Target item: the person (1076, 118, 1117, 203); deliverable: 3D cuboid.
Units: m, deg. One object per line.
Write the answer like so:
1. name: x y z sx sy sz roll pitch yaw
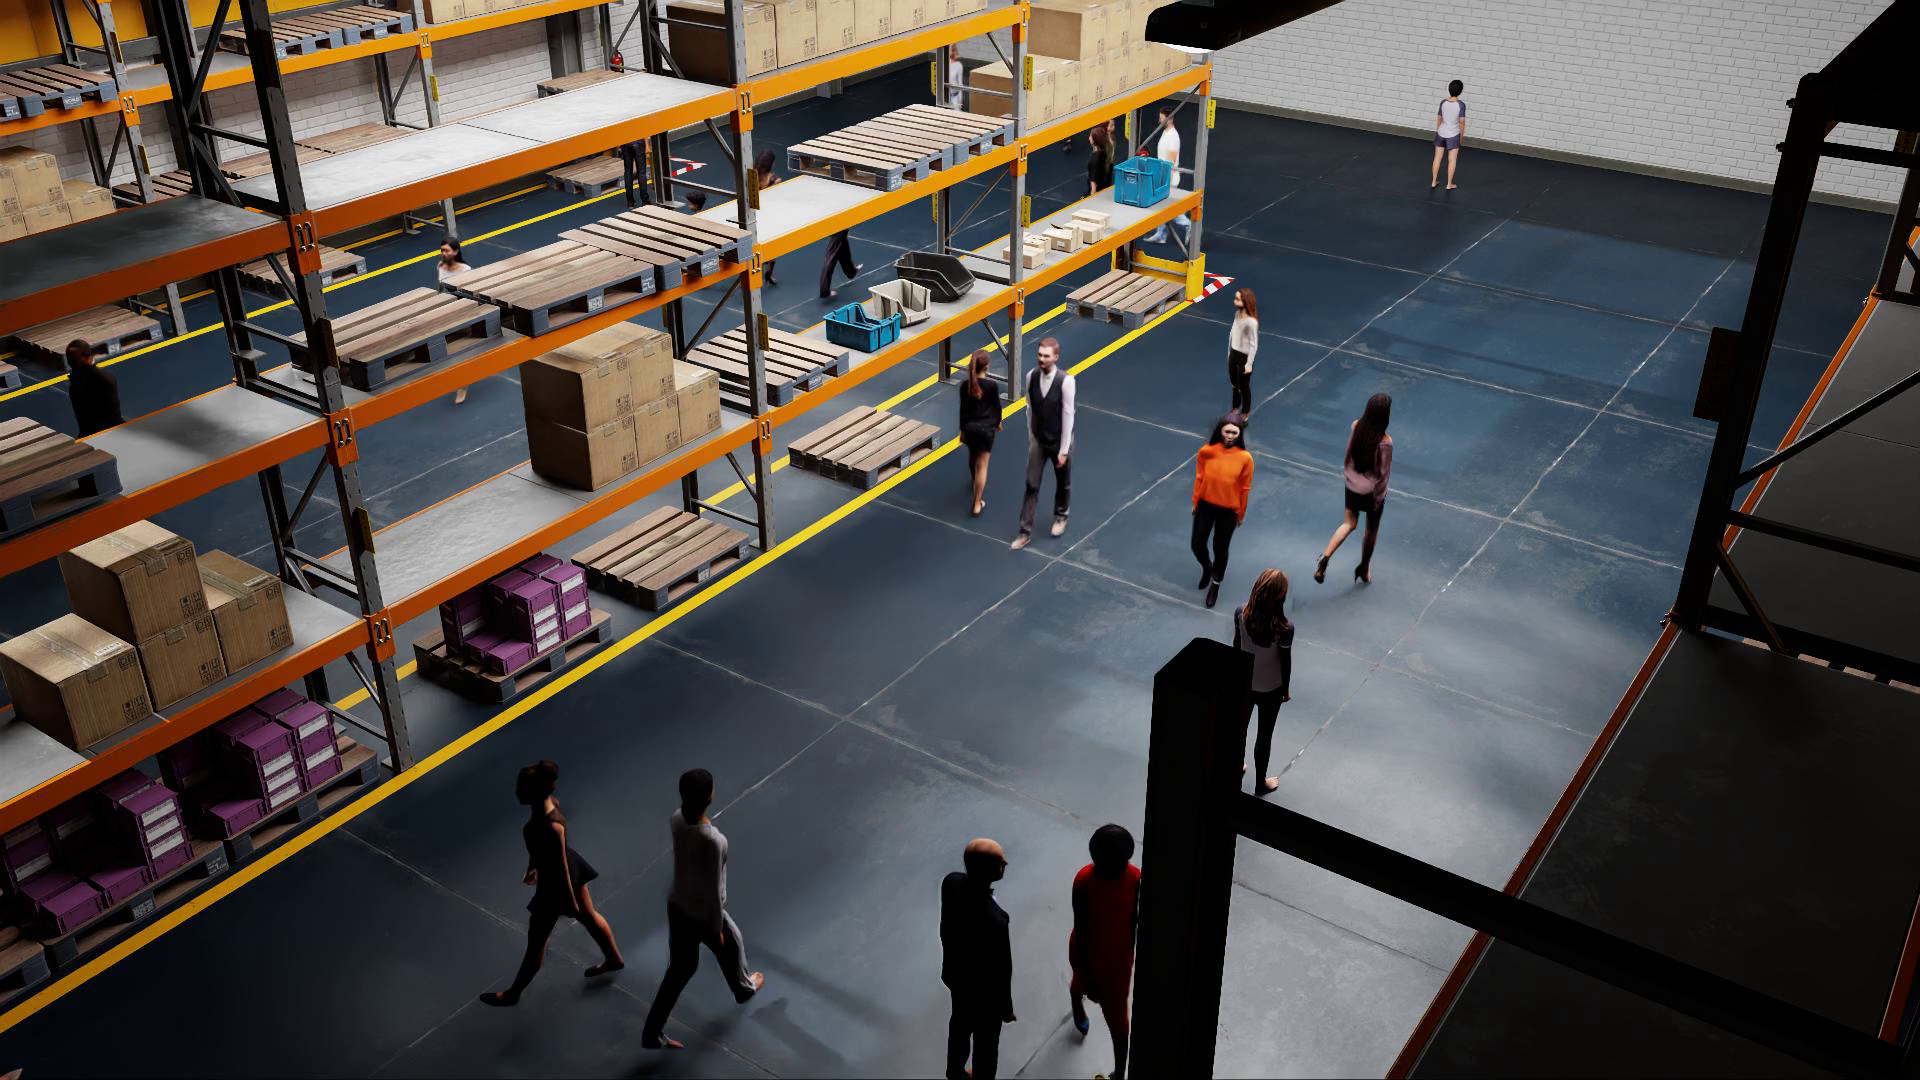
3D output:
1. person: 1.907 -5.072 22.775 0.671 1.451 0.888 18 33 29

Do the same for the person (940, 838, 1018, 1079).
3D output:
1. person: 0.088 2.332 8.841 0.706 1.797 0.763 -18 33 -29

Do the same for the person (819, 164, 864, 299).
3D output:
1. person: -1.543 -3.797 20.071 0.678 1.803 1.207 19 34 30

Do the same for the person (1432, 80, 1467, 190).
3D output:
1. person: 7.122 -5.916 24.203 0.568 1.566 0.516 20 34 32

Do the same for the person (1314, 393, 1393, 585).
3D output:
1. person: 3.285 -0.363 13.786 1.026 1.792 0.787 -20 34 -32

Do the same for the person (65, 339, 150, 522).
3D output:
1. person: -7.474 -0.904 14.682 0.814 1.885 0.888 15 32 25

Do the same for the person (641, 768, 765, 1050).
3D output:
1. person: -1.532 2.128 9.297 1.137 1.719 0.750 -24 36 -36

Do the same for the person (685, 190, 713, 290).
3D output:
1. person: -3.137 -3.674 20.426 0.688 1.247 0.628 3 29 6

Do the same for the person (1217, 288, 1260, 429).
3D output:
1. person: 2.857 -1.848 16.831 0.631 1.484 0.617 -11 31 -20

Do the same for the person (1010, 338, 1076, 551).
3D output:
1. person: 0.851 -0.910 14.671 0.761 1.906 1.089 13 31 23

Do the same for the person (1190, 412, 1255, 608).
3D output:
1. person: 2.151 -0.284 13.703 0.706 1.734 0.737 11 30 19

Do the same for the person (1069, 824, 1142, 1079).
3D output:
1. person: 0.736 2.232 9.139 1.022 1.688 1.089 -5 29 -10

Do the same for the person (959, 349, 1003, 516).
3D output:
1. person: 0.170 -0.961 15.165 0.739 1.522 1.027 7 29 12

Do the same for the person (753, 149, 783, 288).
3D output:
1. person: -2.405 -3.909 20.387 0.699 1.696 0.697 11 31 20

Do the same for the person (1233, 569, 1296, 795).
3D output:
1. person: 2.049 0.965 11.417 0.614 1.731 0.553 21 35 34

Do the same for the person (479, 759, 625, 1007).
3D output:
1. person: -2.251 1.972 9.669 1.156 1.637 0.985 -11 30 -19

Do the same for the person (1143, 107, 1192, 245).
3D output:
1. person: 2.795 -4.732 21.749 1.025 1.837 0.992 -2 29 -3
